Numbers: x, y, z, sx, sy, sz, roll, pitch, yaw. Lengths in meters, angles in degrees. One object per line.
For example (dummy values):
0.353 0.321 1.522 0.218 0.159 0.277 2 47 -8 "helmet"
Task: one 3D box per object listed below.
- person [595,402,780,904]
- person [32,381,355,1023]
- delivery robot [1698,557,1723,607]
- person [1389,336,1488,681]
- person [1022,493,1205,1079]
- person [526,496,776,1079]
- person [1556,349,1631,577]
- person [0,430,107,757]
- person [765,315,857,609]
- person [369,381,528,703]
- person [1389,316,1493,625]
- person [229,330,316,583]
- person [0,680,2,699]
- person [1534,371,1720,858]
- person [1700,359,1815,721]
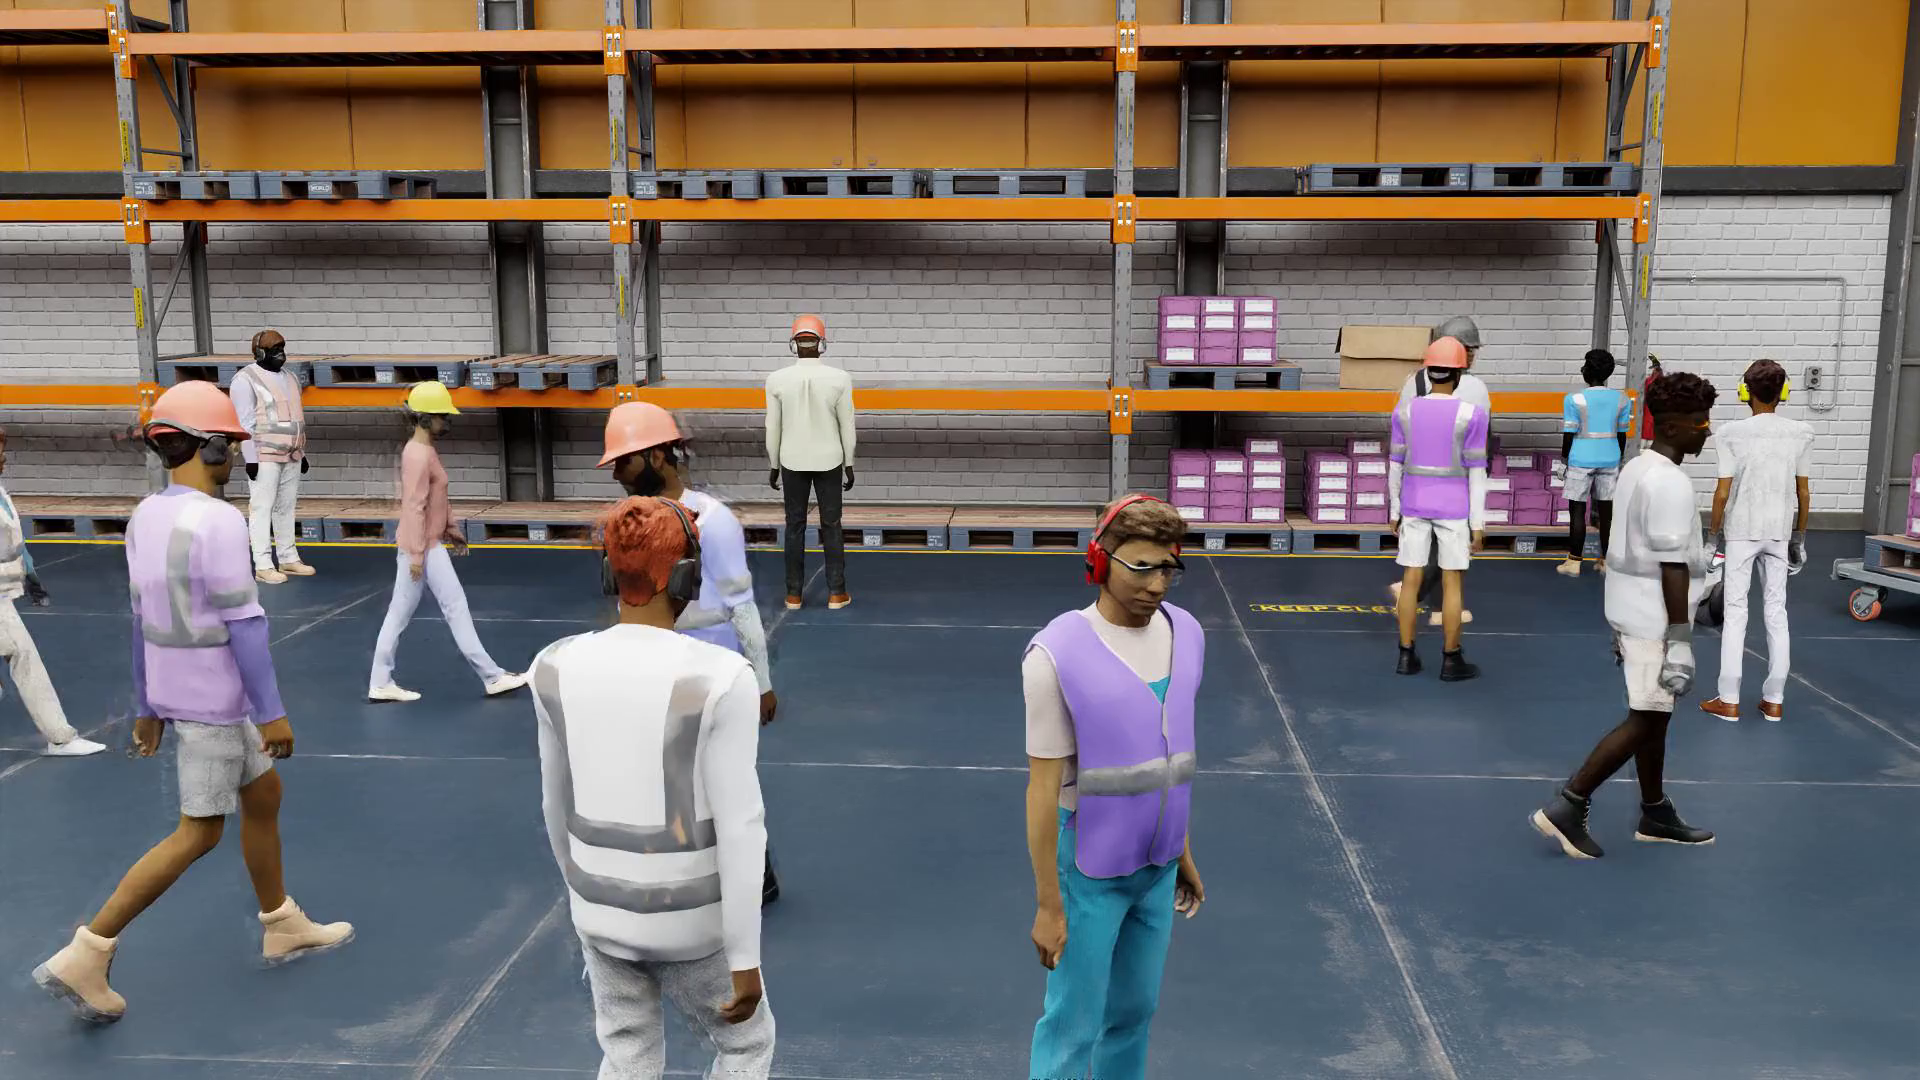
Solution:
-0.951 0.459 5.783 0.829 1.882 0.560 -9 13 -42 "person"
-2.486 0.499 5.280 0.993 1.998 0.607 -9 13 -43 "person"
4.624 0.235 10.732 0.707 0.478 0.477 -9 13 -44 "delivery robot"
2.703 -0.170 9.383 0.577 1.933 0.370 6 11 32 "person"
0.365 0.794 3.985 0.566 1.835 0.395 -9 13 -44 "person"
-0.646 0.822 3.714 0.598 1.864 0.551 4 10 21 "person"
4.694 -0.568 12.358 0.541 1.699 0.314 -1 10 -8 "person"
-4.569 0.258 7.819 0.852 1.600 0.511 -3 10 -17 "person"
-0.999 -0.516 11.222 0.608 1.987 0.388 0 10 0 "person"
-2.765 0.020 8.846 0.884 1.719 0.536 -4 10 -20 "person"
3.023 -0.422 10.507 0.766 2.000 0.690 -5 11 -27 "person"
-5.027 -0.616 12.230 0.429 1.845 0.621 3 10 17 "person"
-5.305 0.112 8.650 0.611 1.608 0.511 6 11 31 "person"
2.684 0.306 6.575 0.792 1.944 0.630 2 10 10 "person"
4.071 0.006 8.525 0.520 1.865 0.327 1 10 4 "person"
